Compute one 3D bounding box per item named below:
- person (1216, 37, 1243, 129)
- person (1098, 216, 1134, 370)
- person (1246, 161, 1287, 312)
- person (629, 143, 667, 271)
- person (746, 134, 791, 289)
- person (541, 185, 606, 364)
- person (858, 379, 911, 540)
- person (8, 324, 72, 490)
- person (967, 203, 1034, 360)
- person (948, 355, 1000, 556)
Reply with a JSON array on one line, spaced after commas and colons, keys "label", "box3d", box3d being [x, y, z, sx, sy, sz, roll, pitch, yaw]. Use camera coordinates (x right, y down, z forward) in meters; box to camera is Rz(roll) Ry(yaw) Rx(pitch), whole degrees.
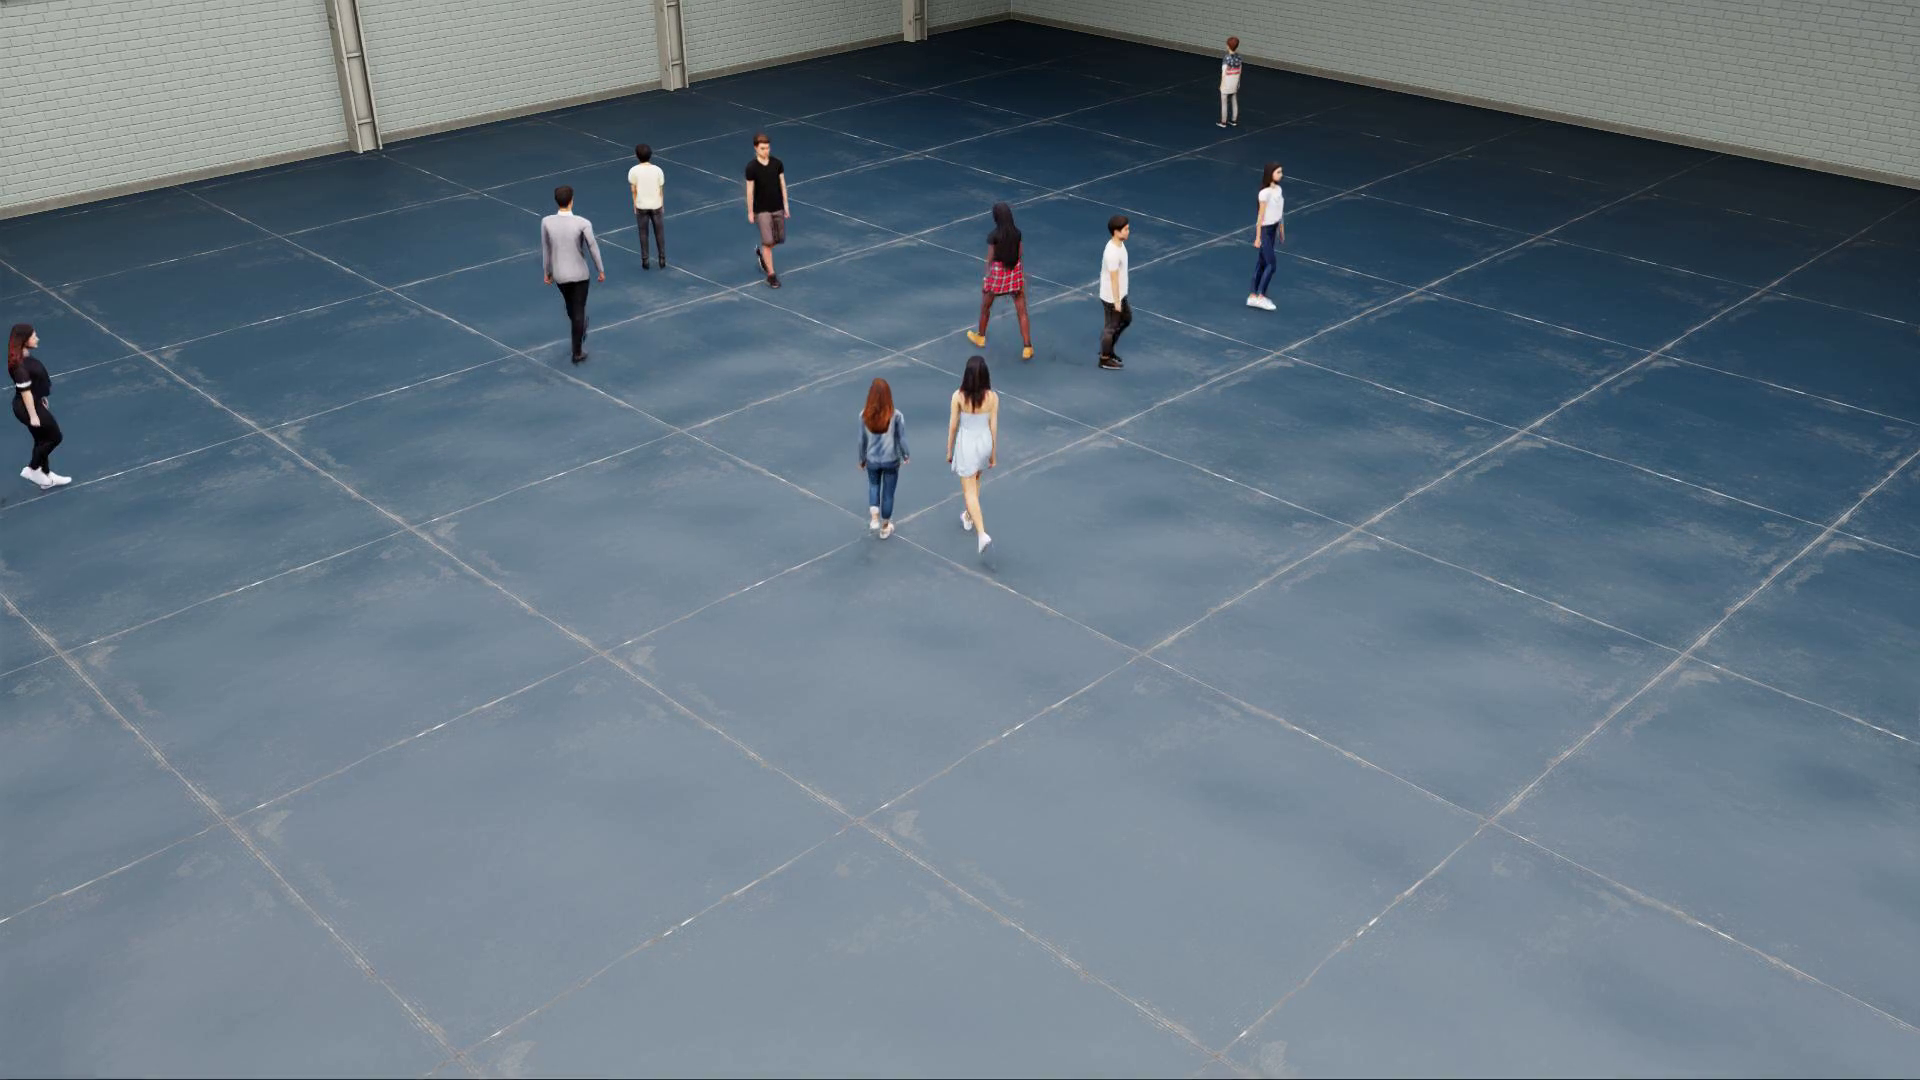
[{"label": "person", "box3d": [4.433, -7.523, 27.297, 0.494, 1.438, 0.630, -13, 31, -23]}, {"label": "person", "box3d": [1.585, -2.666, 17.889, 0.804, 1.710, 0.700, 6, 29, 11]}, {"label": "person", "box3d": [3.520, -3.582, 19.551, 0.737, 1.764, 0.632, 17, 33, 29]}, {"label": "person", "box3d": [-3.902, -4.181, 20.865, 0.590, 1.586, 0.709, -6, 29, -12]}, {"label": "person", "box3d": [-2.379, -4.081, 20.405, 1.042, 1.842, 0.877, -16, 32, -27]}, {"label": "person", "box3d": [-4.248, -2.846, 18.045, 1.171, 1.880, 1.301, 4, 28, 8]}, {"label": "person", "box3d": [-0.686, -0.666, 14.389, 0.663, 1.469, 0.692, 6, 29, 11]}, {"label": "person", "box3d": [-8.549, -1.182, 15.195, 0.759, 1.623, 0.724, -18, 33, -30]}, {"label": "person", "box3d": [0.519, -2.784, 18.145, 1.098, 1.676, 0.923, -12, 30, -21]}, {"label": "person", "box3d": [0.138, -0.704, 14.222, 1.144, 1.694, 1.110, -6, 29, -11]}]
